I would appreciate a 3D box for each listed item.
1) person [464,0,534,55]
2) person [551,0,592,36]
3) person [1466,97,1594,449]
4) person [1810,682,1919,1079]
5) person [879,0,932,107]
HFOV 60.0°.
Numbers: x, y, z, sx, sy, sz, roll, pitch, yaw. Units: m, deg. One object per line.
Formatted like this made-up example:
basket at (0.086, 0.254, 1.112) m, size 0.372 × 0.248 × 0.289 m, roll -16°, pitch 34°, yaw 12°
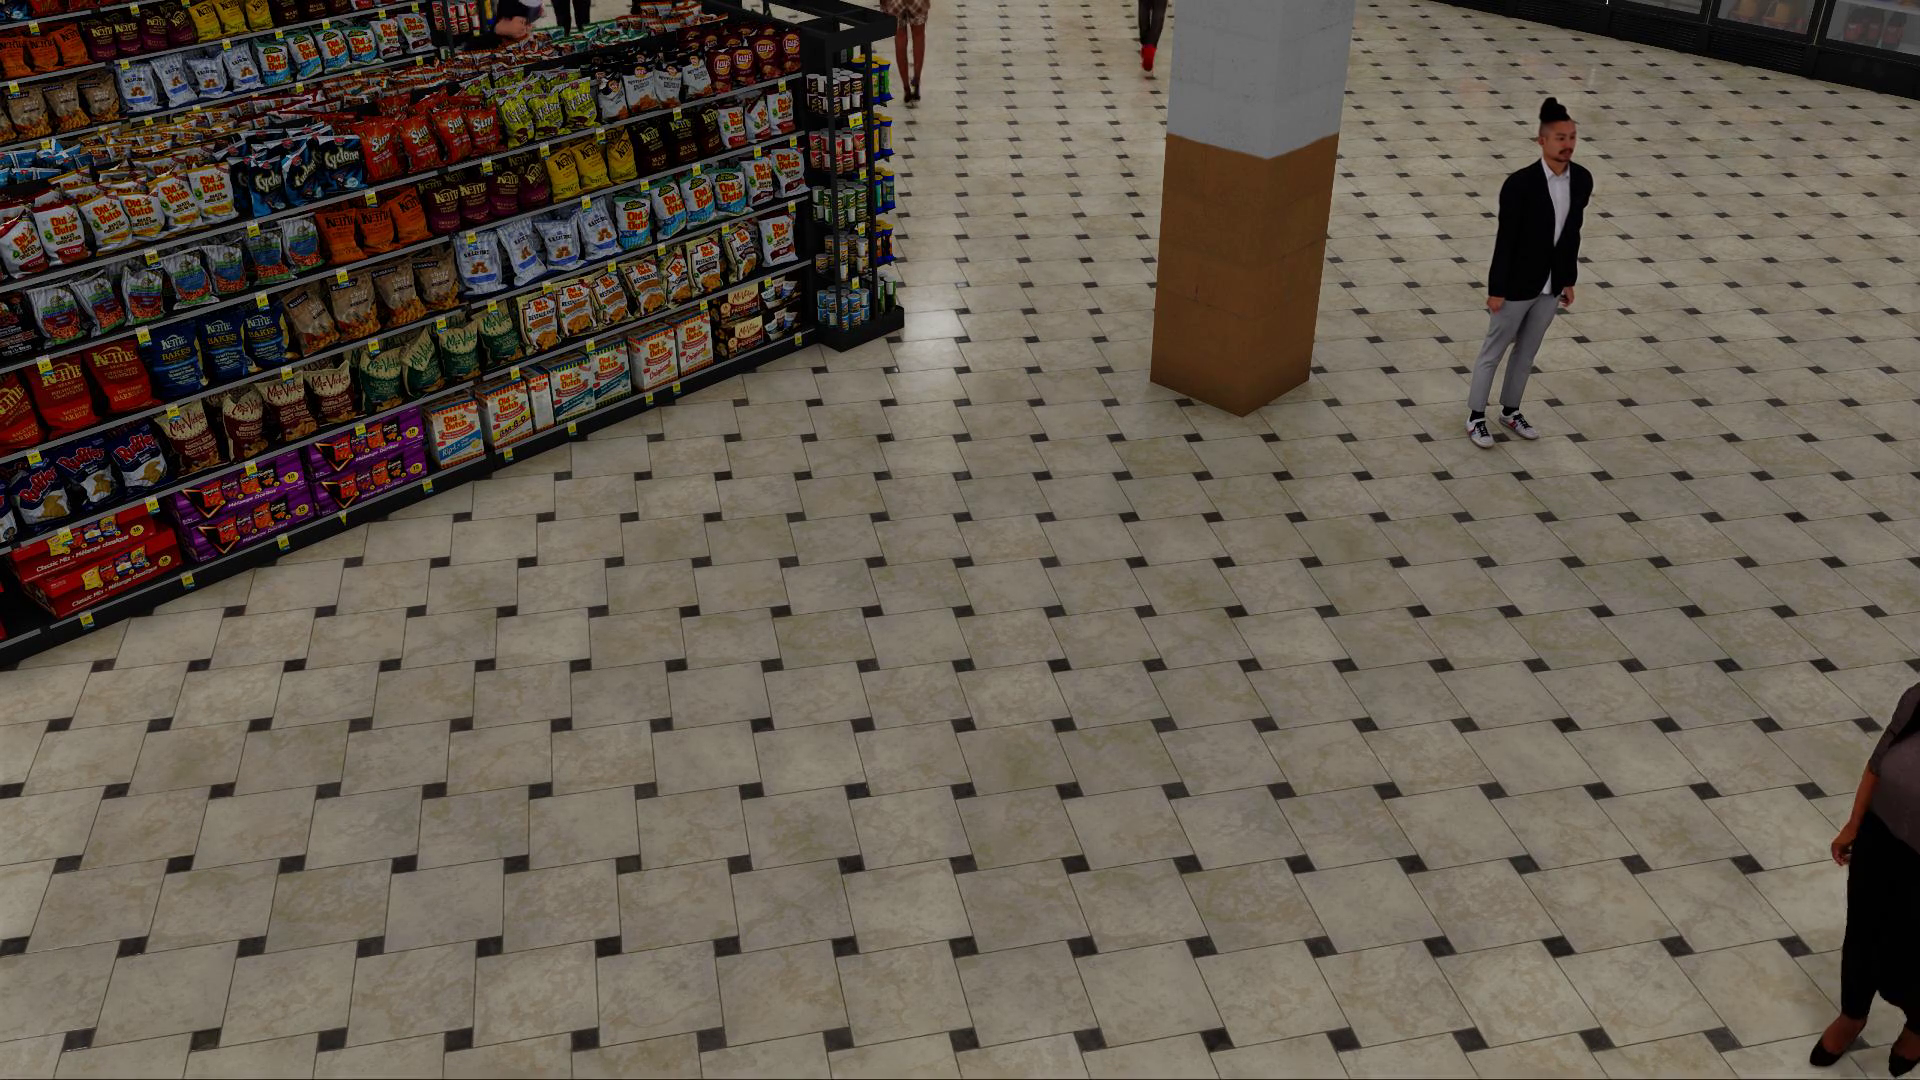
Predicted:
person at (-3.243, -3.023, 11.902) m, size 0.728 × 1.665 × 0.876 m, roll -4°, pitch 32°, yaw -6°
person at (-3.558, -5.072, 15.179) m, size 0.690 × 1.683 × 0.769 m, roll -5°, pitch 32°, yaw -8°
person at (3.118, -1.457, 9.118) m, size 0.713 × 1.948 × 0.854 m, roll -10°, pitch 33°, yaw -15°
person at (3.100, 1.008, 5.268) m, size 0.780 × 1.830 × 0.746 m, roll -15°, pitch 35°, yaw -23°
person at (-0.451, -4.595, 14.319) m, size 0.753 × 1.780 × 0.815 m, roll -4°, pitch 32°, yaw -6°
